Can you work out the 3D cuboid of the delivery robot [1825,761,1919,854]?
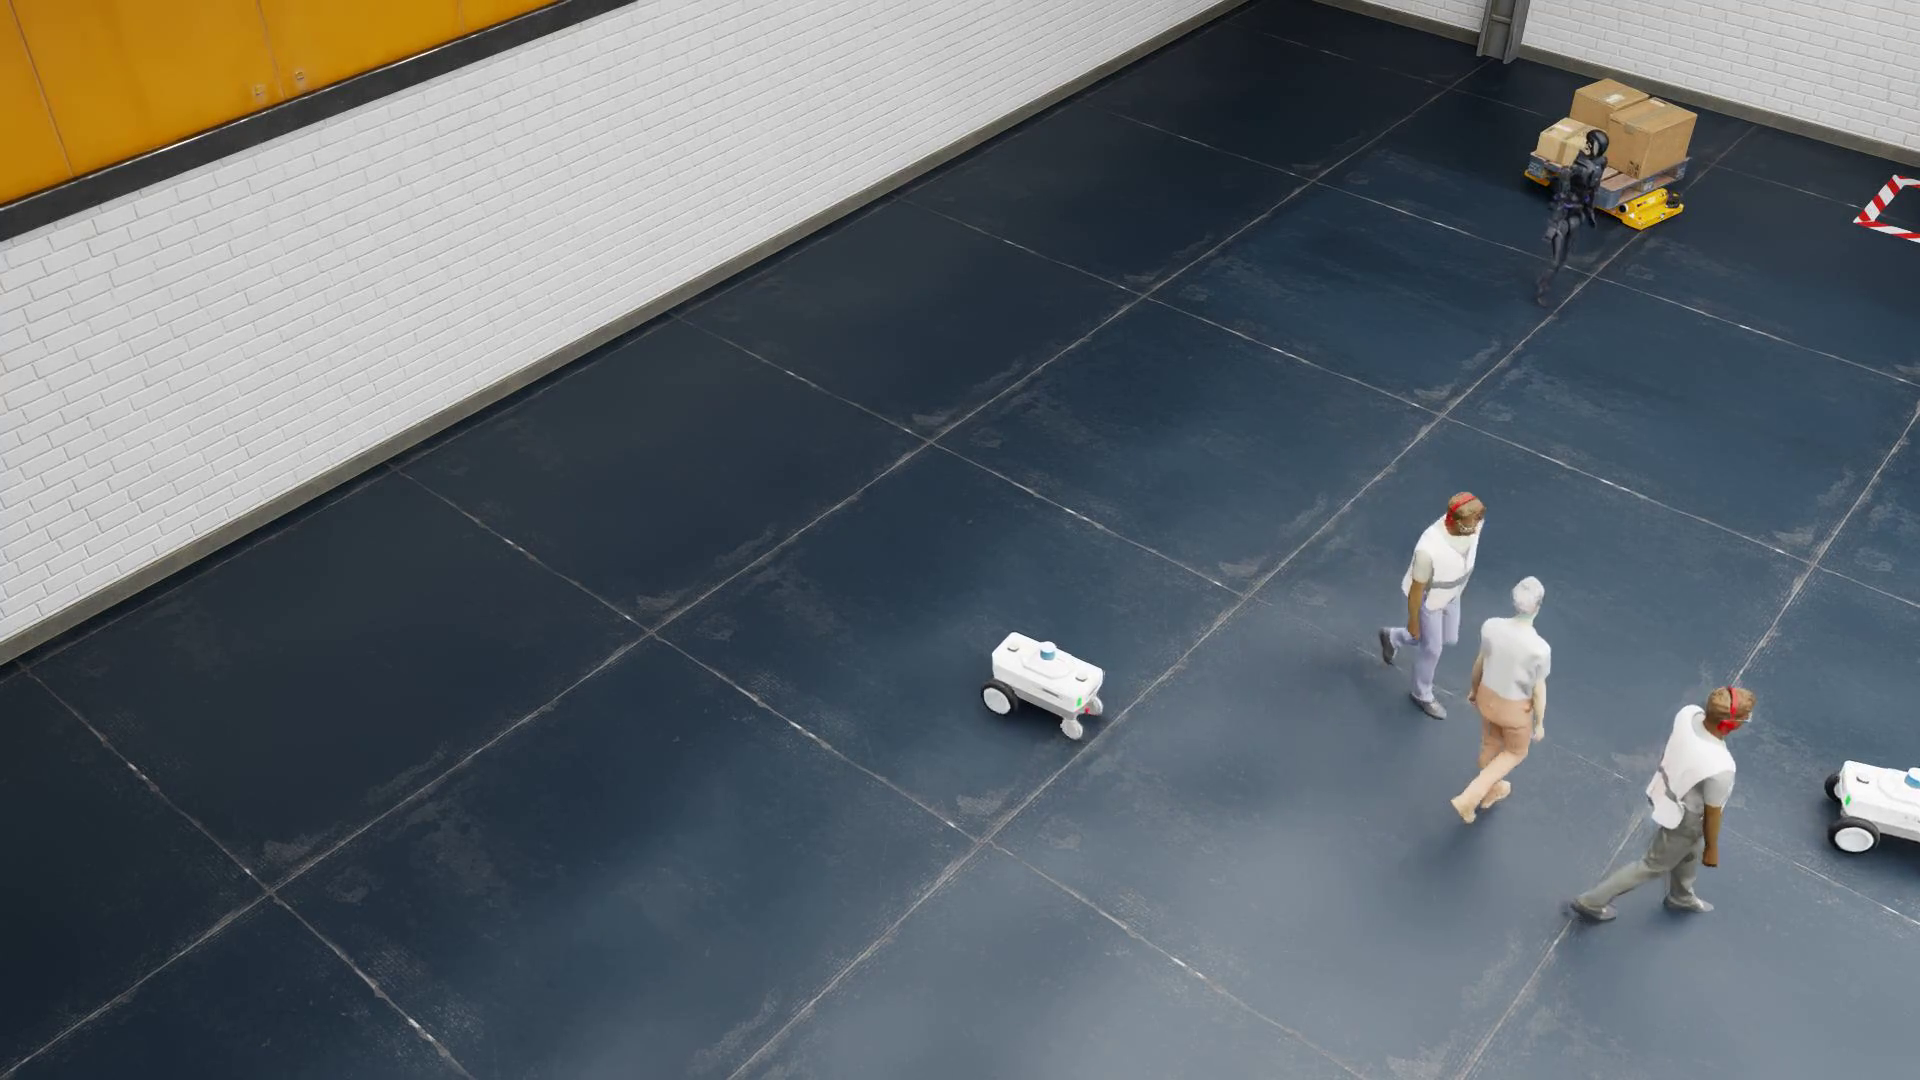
[{"bbox_3d":[5.648,1.623,10.049,0.772,0.601,0.525,13,41,15],"label":"delivery robot"}]

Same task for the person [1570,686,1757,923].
[{"bbox_3d":[3.971,1.503,9.206,0.875,1.813,0.576,5,39,6],"label":"person"}]

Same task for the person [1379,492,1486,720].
[{"bbox_3d":[2.989,0.347,10.624,0.613,1.810,0.598,-29,47,-31],"label":"person"}]

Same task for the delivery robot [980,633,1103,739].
[{"bbox_3d":[0.567,0.918,10.913,0.777,0.587,0.499,22,44,25],"label":"delivery robot"}]

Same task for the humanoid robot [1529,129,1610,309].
[{"bbox_3d":[5.396,-2.873,14.747,0.602,1.658,0.463,-23,44,-26],"label":"humanoid robot"}]

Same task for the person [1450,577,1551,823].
[{"bbox_3d":[3.211,1.011,9.883,0.542,1.707,0.542,-25,45,-28],"label":"person"}]

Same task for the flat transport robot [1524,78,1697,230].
[{"bbox_3d":[6.457,-3.549,16.692,0.659,0.231,1.431,-24,45,-27],"label":"flat transport robot"}]
